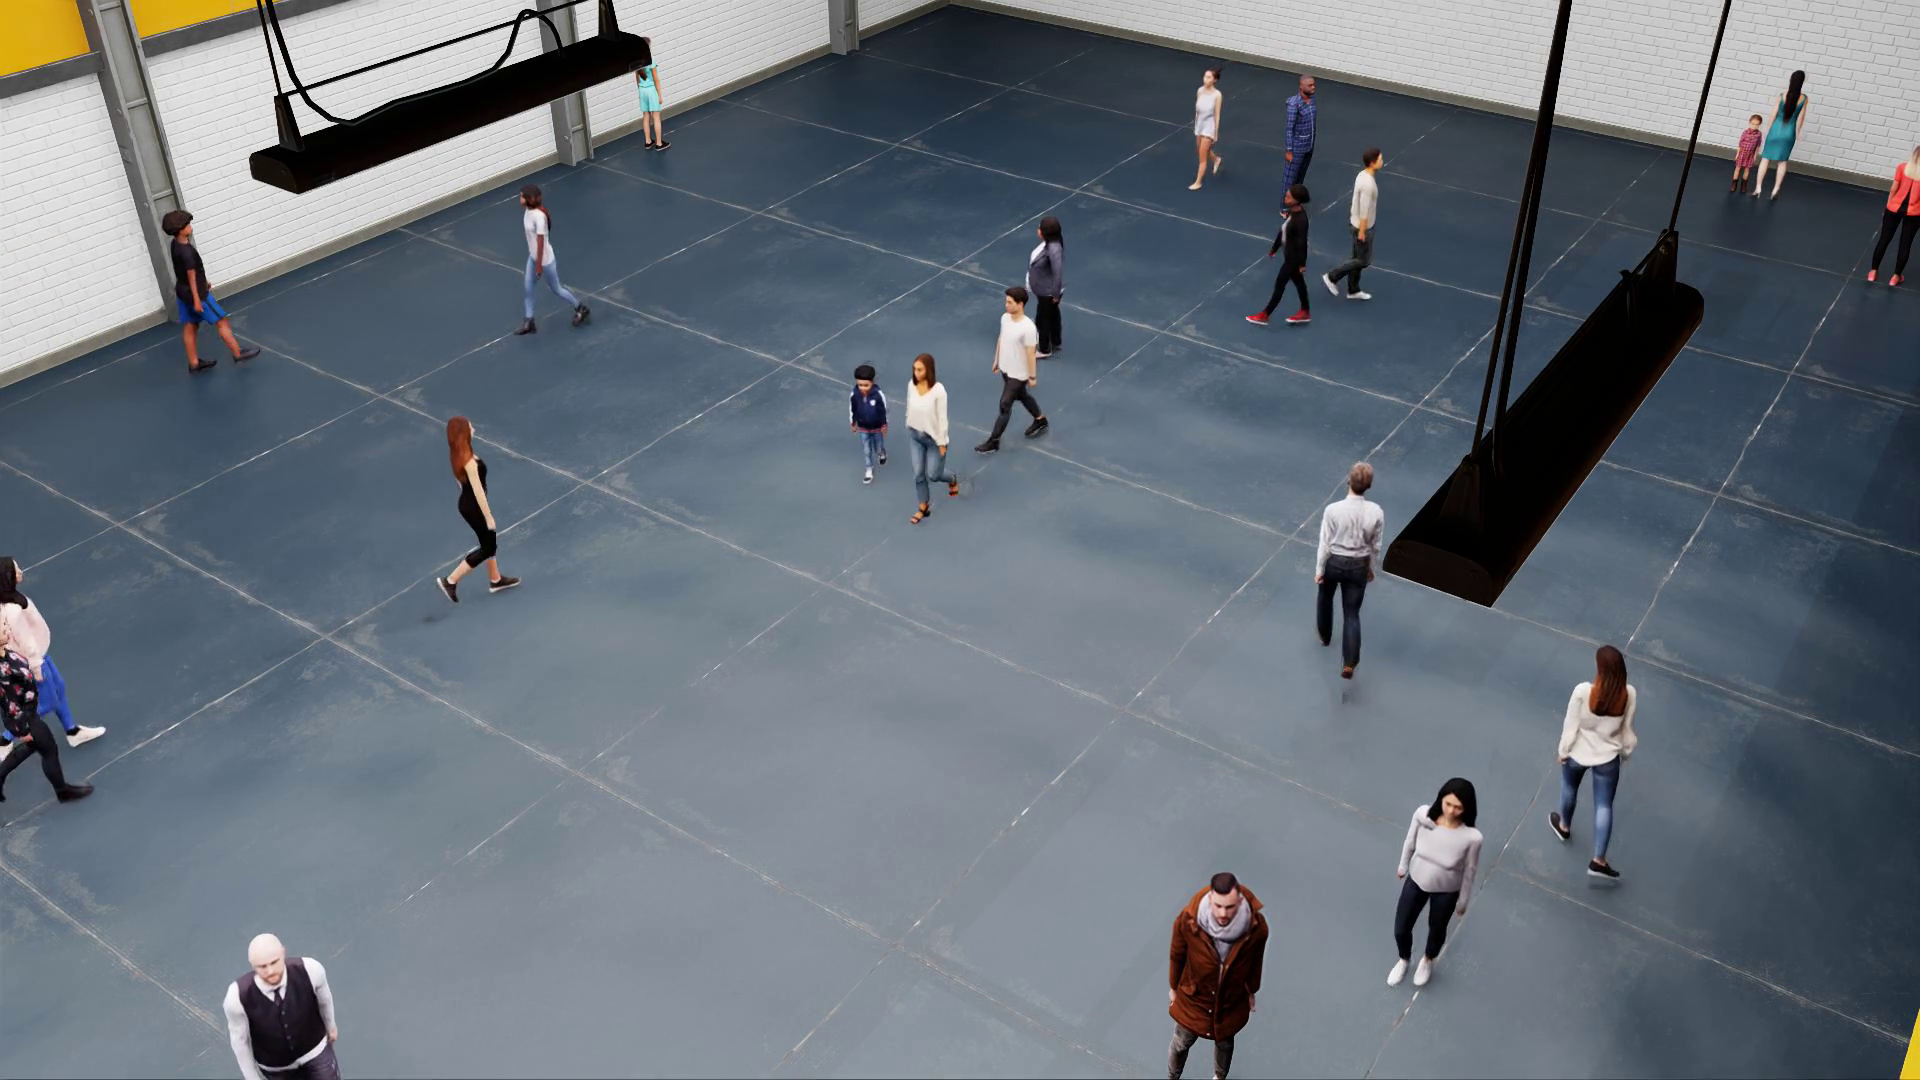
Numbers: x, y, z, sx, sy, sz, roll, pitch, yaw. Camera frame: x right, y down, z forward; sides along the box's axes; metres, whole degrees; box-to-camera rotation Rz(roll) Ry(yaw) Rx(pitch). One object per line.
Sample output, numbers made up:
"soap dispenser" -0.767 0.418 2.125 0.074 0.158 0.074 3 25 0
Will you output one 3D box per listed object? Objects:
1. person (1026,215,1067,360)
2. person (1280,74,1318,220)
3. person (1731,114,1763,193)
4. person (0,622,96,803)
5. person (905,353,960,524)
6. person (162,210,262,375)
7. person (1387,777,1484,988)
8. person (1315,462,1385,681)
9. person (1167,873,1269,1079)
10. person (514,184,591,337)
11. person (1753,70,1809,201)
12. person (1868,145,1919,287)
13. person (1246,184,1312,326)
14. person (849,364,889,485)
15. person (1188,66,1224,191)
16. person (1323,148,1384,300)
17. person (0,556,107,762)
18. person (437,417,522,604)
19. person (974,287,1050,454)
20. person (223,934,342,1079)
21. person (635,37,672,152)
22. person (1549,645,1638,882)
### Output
"person" 0.986 -2.706 17.749 0.861 1.588 0.783 1 34 2
"person" 4.270 -4.965 20.934 0.765 1.825 0.599 28 43 36
"person" 10.357 -5.097 21.858 0.466 1.022 0.498 11 35 16
"person" -6.706 1.251 11.724 0.983 1.668 0.785 -20 39 -27
"person" -0.237 -0.943 15.026 0.643 1.666 0.812 24 40 31
"person" -8.082 -2.549 17.351 1.020 1.767 0.758 -27 42 -34
"person" 3.009 2.102 10.425 0.637 1.688 0.600 20 38 27
"person" 3.055 0.258 13.110 1.049 1.788 1.249 2 34 3
"person" 1.440 2.600 9.540 0.850 1.839 0.894 -1 34 -1
"person" -4.493 -3.057 18.189 1.184 1.686 0.843 -22 40 -30
"person" 10.594 -5.219 21.444 0.613 1.683 0.583 9 35 13
"person" 10.949 -3.793 19.290 0.606 1.693 0.552 25 41 33
"person" 3.766 -3.125 18.327 1.017 1.645 1.023 -1 34 -2
"person" -0.836 -1.135 15.727 0.659 1.210 0.753 5 34 7
"person" 3.293 -5.418 21.832 0.980 1.585 0.719 -25 41 -32
"person" 4.468 -3.567 18.851 0.924 1.803 0.893 4 34 6
"person" -6.899 0.904 12.171 1.109 1.750 0.890 -20 39 -28
"person" -4.128 -0.221 13.897 1.022 1.713 0.827 -18 38 -25
"person" 0.607 -1.680 16.123 1.206 1.679 0.988 -16 37 -22
"person" -3.731 2.817 9.276 1.284 1.770 1.142 -16 37 -23
"person" -4.301 -6.180 23.003 0.578 1.558 0.588 15 37 22
"person" 4.336 1.509 11.338 0.894 1.665 1.030 9 35 13
